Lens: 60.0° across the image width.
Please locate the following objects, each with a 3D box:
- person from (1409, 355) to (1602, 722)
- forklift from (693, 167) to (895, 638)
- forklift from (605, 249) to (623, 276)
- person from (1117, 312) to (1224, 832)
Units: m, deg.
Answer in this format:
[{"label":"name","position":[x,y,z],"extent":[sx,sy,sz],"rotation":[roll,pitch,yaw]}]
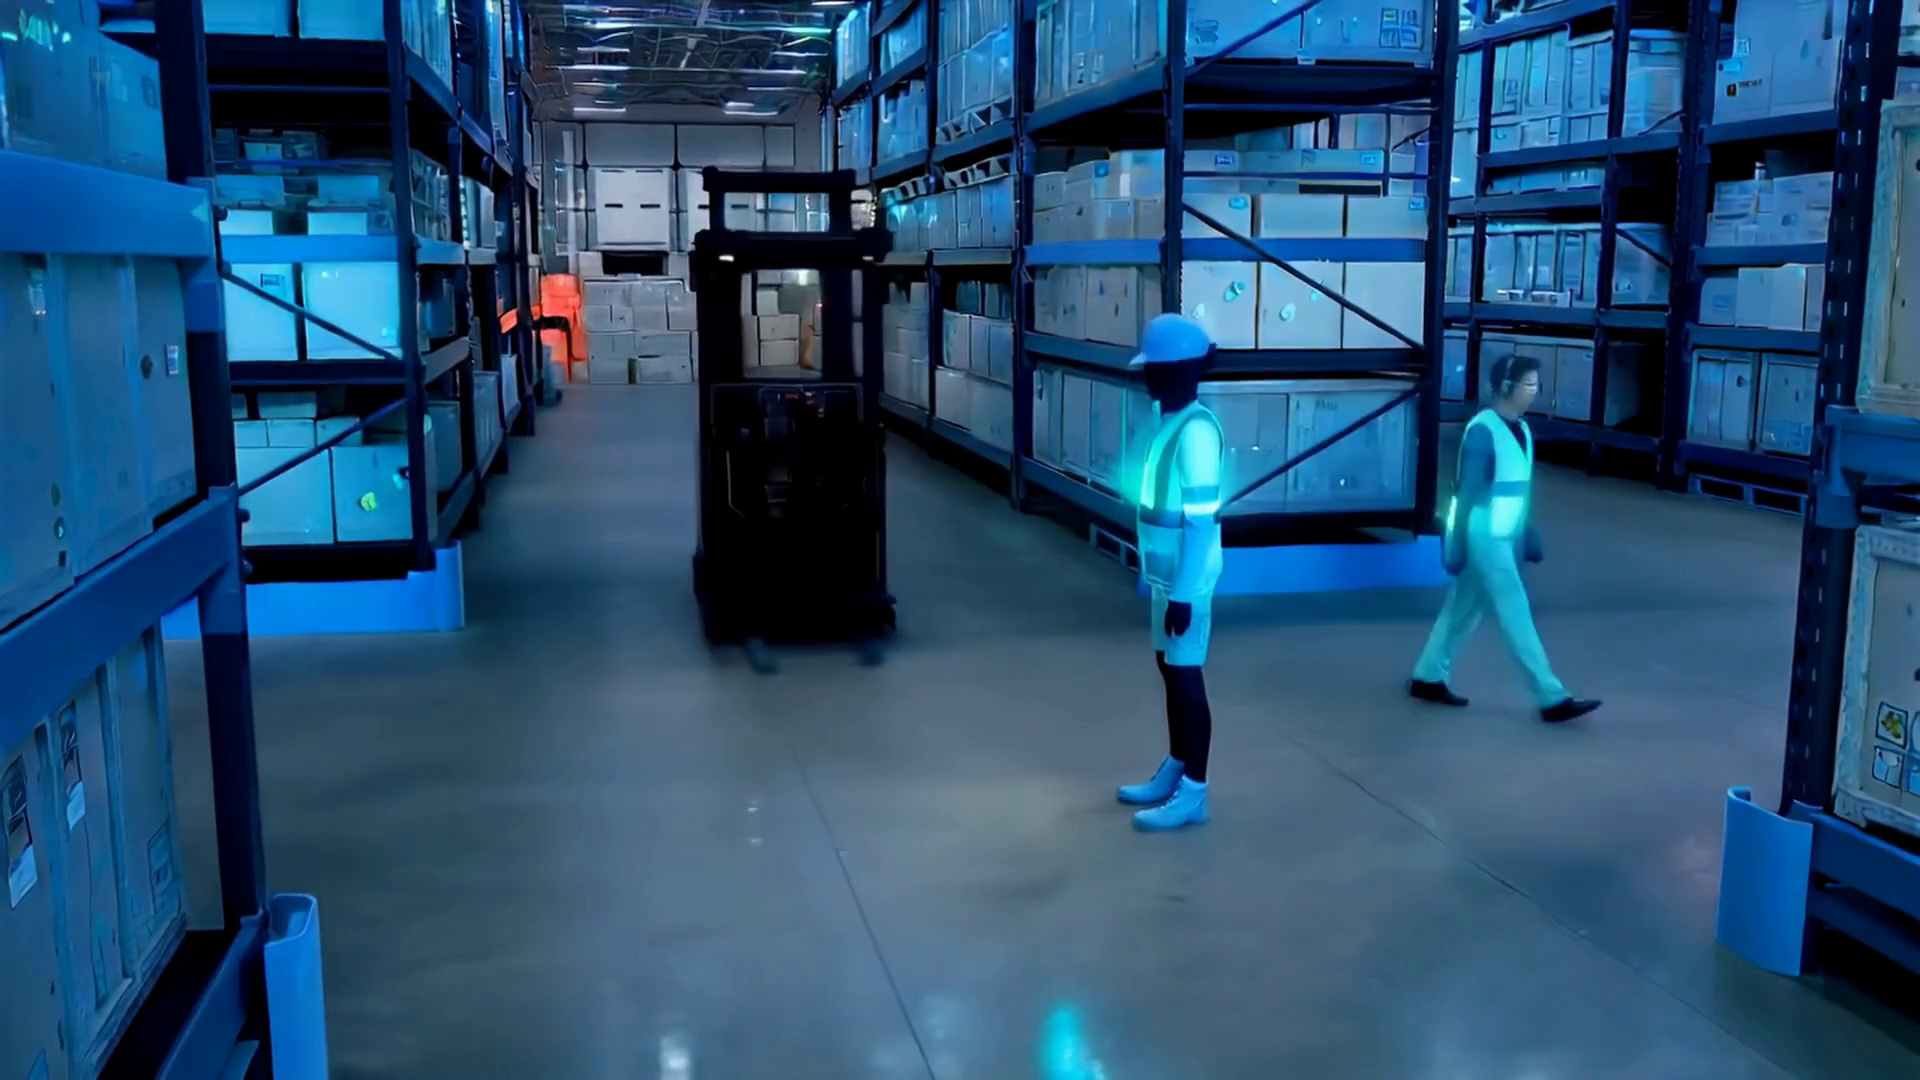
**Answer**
[{"label":"person","position":[2.701,-0.013,8.209],"extent":[0.984,1.786,0.583],"rotation":[6,11,33]},{"label":"forklift","position":[-1.131,-0.945,10.581],"extent":[1.129,2.768,1.873],"rotation":[-2,10,-12]},{"label":"forklift","position":[-11.407,-8.233,55.004],"extent":[1.873,2.768,1.129],"rotation":[-5,11,-29]},{"label":"person","position":[0.841,0.129,6.581],"extent":[0.371,2.044,0.608],"rotation":[-1,9,-3]}]
